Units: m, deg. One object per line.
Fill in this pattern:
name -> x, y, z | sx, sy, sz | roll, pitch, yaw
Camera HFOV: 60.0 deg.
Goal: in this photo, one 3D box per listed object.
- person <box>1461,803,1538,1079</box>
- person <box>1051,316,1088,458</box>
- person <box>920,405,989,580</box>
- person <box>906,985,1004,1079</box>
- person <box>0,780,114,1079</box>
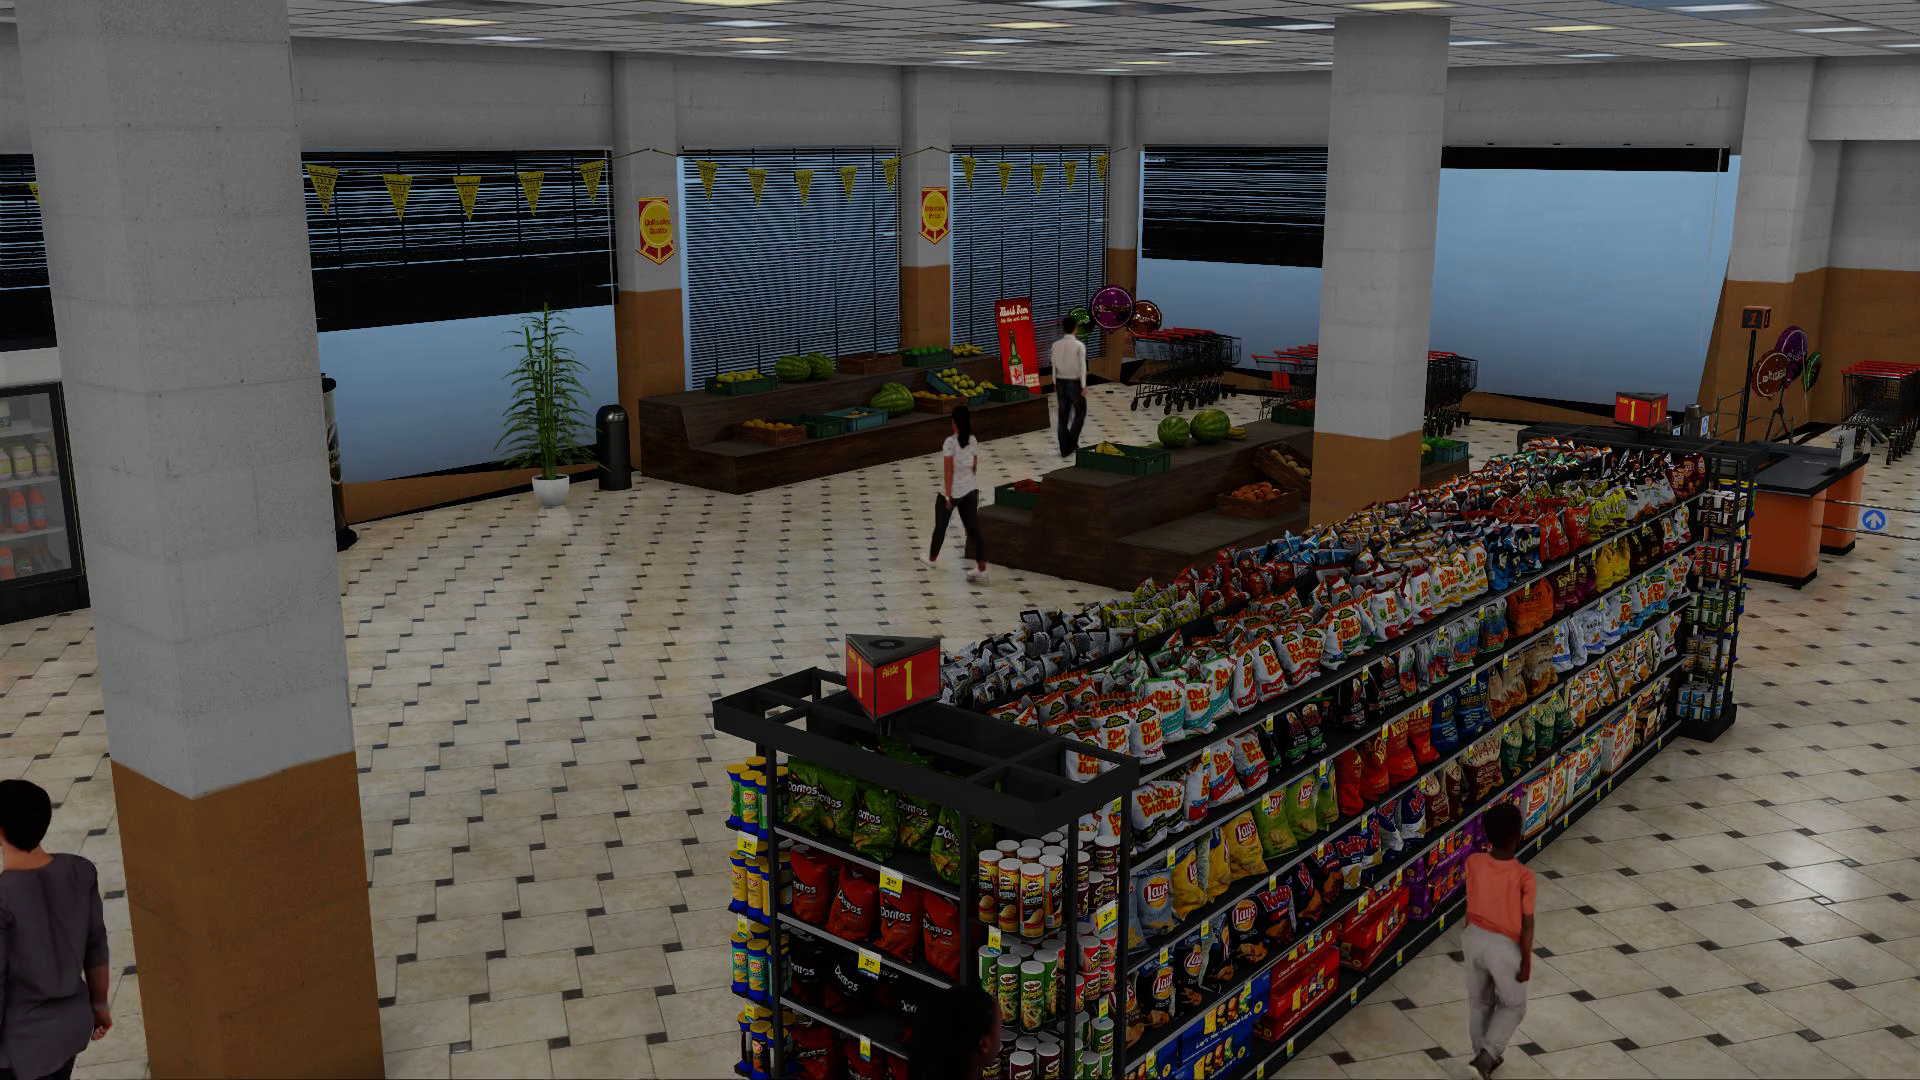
person -> 2.265, 1.760, 7.111 | 0.482, 1.299, 0.683 | 12, 18, 40
person -> 1.360, -1.953, 21.355 | 0.740, 1.800, 0.692 | 8, 16, 30
person -> 0.062, -0.394, 15.378 | 1.091, 1.588, 0.768 | -12, 18, -40
person -> -0.086, 2.101, 4.793 | 0.793, 1.728, 0.734 | -7, 15, -27
person -> -3.222, 1.772, 5.948 | 1.013, 1.823, 1.065 | 4, 14, 14
